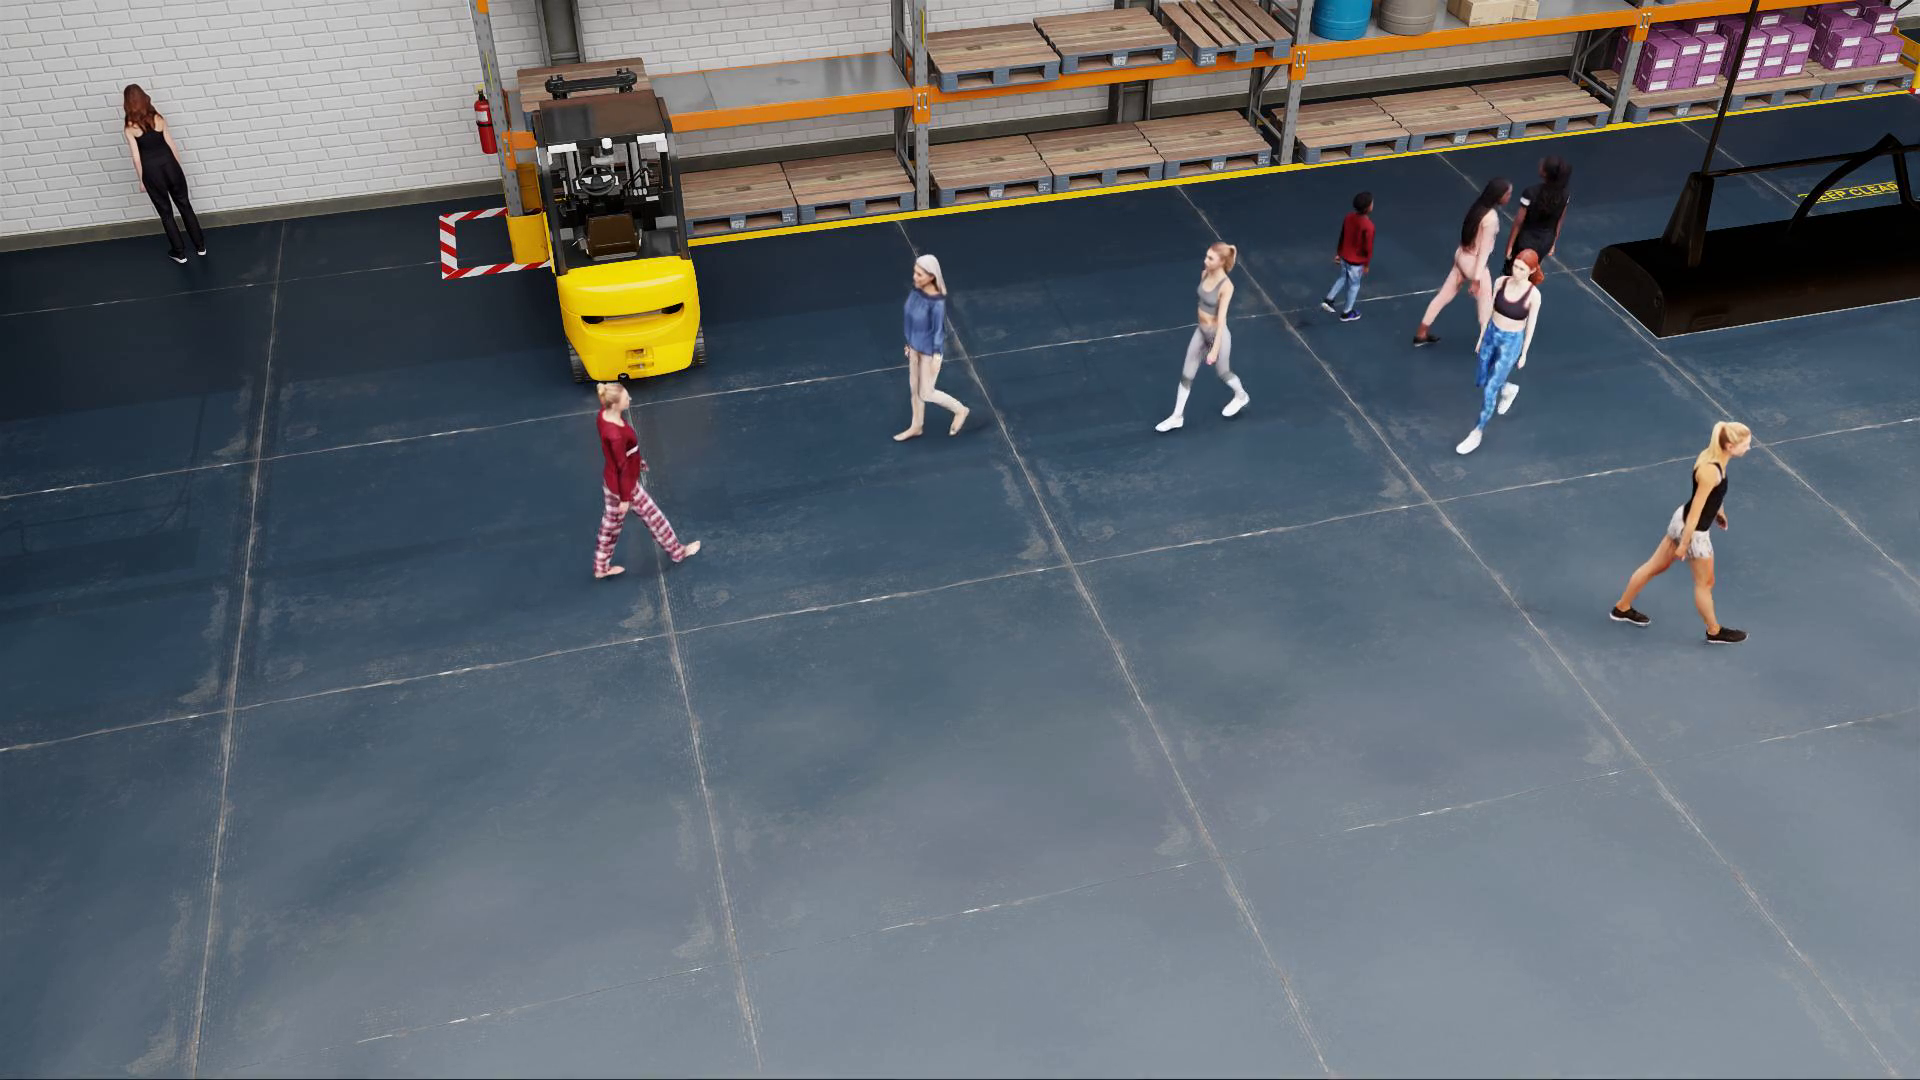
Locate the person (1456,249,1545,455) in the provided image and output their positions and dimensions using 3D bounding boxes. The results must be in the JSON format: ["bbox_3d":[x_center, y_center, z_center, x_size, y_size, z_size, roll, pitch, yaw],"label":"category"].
[{"bbox_3d":[4.368,-1.549,13.290,1.084,1.769,0.840,-28,46,-30],"label":"person"}]

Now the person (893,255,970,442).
[{"bbox_3d":[-0.213,-1.533,13.335,0.902,1.687,0.716,-17,42,-20],"label":"person"}]

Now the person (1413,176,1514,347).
[{"bbox_3d":[4.344,-2.324,14.332,1.173,1.669,0.891,-3,39,-4],"label":"person"}]

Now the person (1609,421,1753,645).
[{"bbox_3d":[4.934,-0.091,11.435,1.208,1.795,1.032,12,40,15],"label":"person"}]

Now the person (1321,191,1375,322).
[{"bbox_3d":[3.480,-2.522,14.920,0.657,1.244,0.564,-17,42,-20],"label":"person"}]

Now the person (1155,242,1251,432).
[{"bbox_3d":[2.121,-1.640,13.481,1.167,1.662,0.759,-19,42,-22],"label":"person"}]

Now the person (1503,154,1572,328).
[{"bbox_3d":[5.043,-2.554,14.586,0.905,1.712,0.777,-3,39,-4],"label":"person"}]

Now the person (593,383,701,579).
[{"bbox_3d":[-2.492,-0.401,11.932,1.096,1.658,0.779,-18,42,-21],"label":"person"}]

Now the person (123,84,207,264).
[{"bbox_3d":[-7.535,-3.459,15.692,0.599,1.746,0.721,-28,46,-31],"label":"person"}]
